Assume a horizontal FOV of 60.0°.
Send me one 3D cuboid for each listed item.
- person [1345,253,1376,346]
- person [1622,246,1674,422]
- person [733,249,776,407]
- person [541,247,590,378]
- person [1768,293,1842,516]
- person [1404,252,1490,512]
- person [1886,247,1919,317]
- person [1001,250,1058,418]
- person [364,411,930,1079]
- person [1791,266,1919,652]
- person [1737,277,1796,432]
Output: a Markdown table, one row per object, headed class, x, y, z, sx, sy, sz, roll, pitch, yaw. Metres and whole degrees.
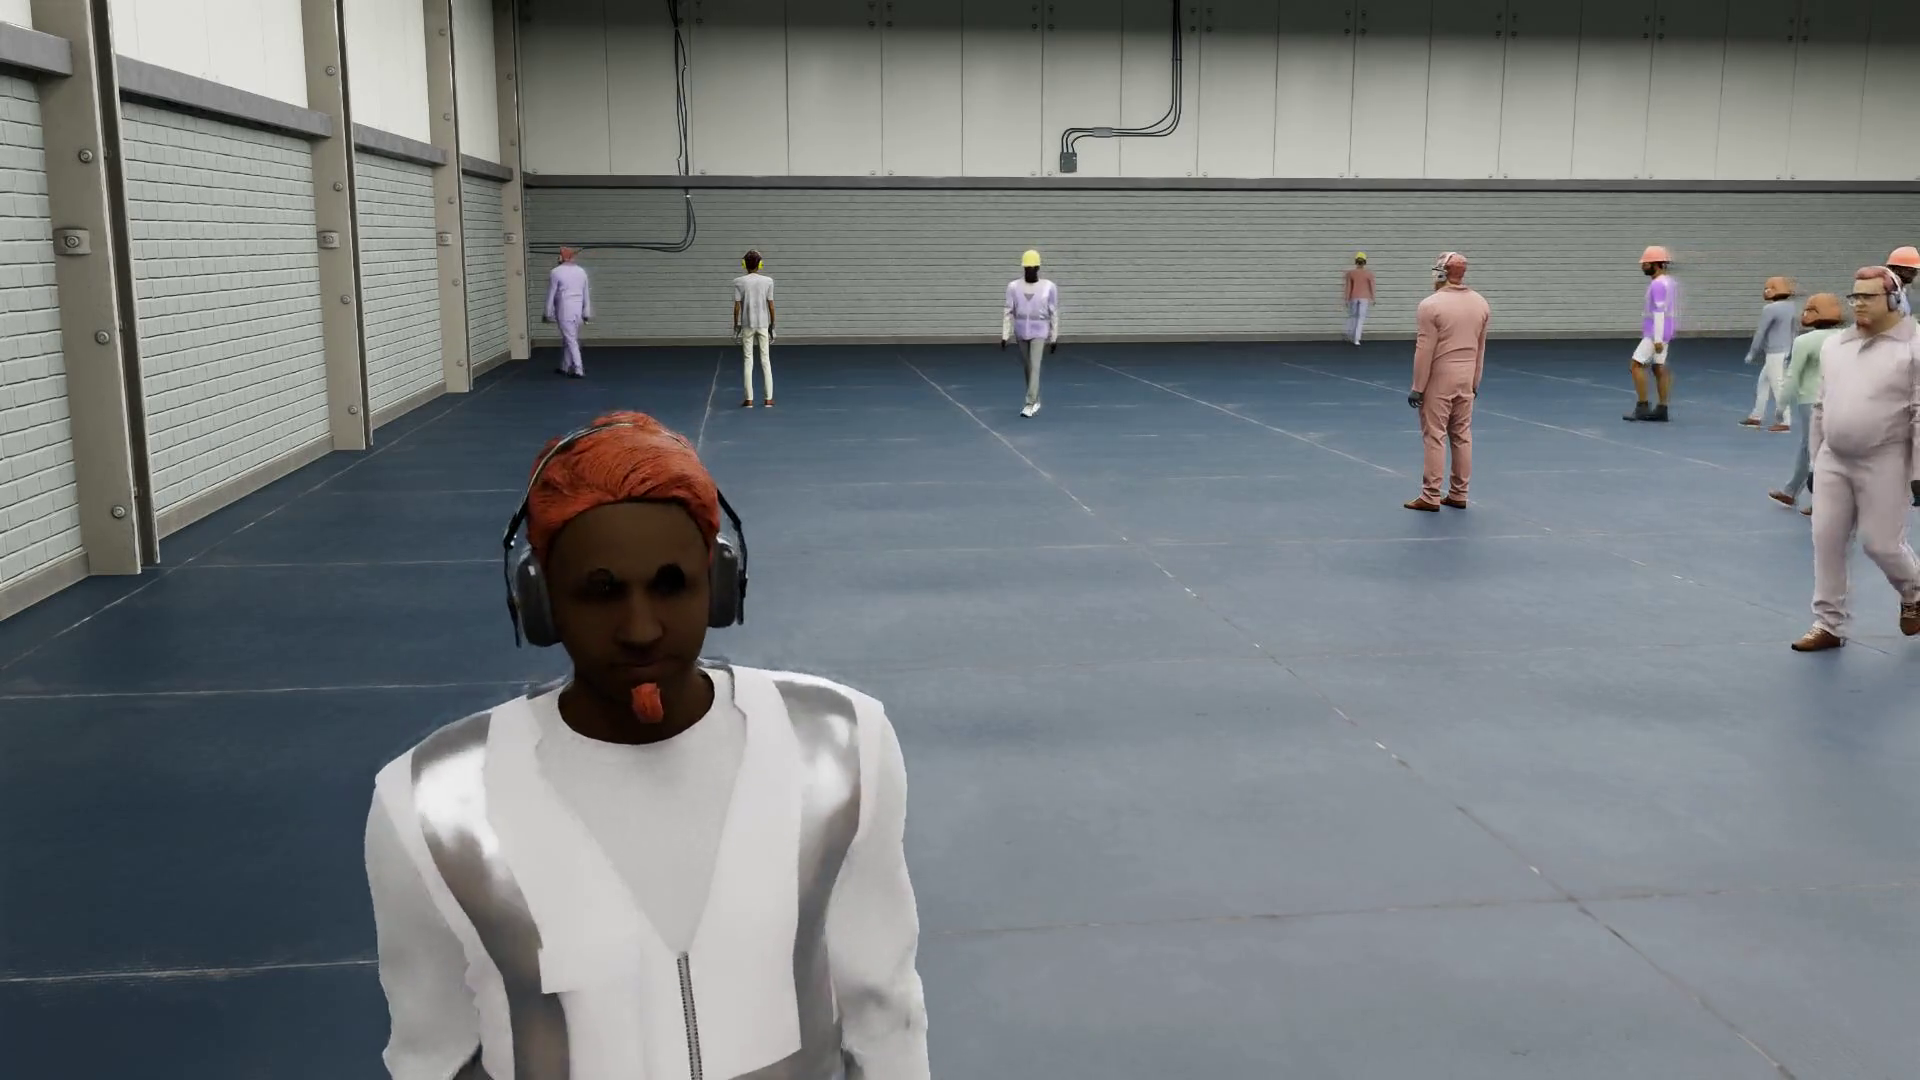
| class | x | y | z | sx | sy | sz | roll | pitch | yaw |
| --- | --- | --- | --- | --- | --- | --- | --- | --- | --- |
| person | 7.501 | -4.497 | 31.114 | 0.526 | 1.722 | 0.901 | 6 | 12 | 31 |
| person | 7.556 | -2.250 | 18.236 | 0.603 | 1.915 | 0.559 | 6 | 12 | 31 |
| person | -2.448 | -2.510 | 19.799 | 0.518 | 1.874 | 0.329 | -2 | 11 | -12 |
| person | -5.745 | -3.271 | 23.978 | 0.919 | 1.870 | 0.651 | 6 | 12 | 32 |
| person | 6.169 | -0.993 | 12.181 | 0.523 | 1.600 | 0.752 | -4 | 11 | -22 |
| person | 3.583 | -1.165 | 12.314 | 0.647 | 1.913 | 0.409 | -6 | 12 | -28 |
| person | 8.304 | -1.634 | 14.819 | 0.376 | 1.933 | 0.551 | 7 | 12 | 33 |
| person | 0.798 | -2.341 | 18.883 | 0.600 | 1.873 | 1.015 | 3 | 11 | 18 |
| person | -0.356 | 0.762 | 1.921 | 0.575 | 1.857 | 0.856 | -4 | 11 | -23 |
| person | 4.454 | -0.387 | 8.114 | 0.687 | 1.882 | 0.654 | -6 | 12 | -29 |
| person | 8.433 | -1.937 | 17.407 | 0.504 | 1.601 | 0.739 | -8 | 13 | -39 |
